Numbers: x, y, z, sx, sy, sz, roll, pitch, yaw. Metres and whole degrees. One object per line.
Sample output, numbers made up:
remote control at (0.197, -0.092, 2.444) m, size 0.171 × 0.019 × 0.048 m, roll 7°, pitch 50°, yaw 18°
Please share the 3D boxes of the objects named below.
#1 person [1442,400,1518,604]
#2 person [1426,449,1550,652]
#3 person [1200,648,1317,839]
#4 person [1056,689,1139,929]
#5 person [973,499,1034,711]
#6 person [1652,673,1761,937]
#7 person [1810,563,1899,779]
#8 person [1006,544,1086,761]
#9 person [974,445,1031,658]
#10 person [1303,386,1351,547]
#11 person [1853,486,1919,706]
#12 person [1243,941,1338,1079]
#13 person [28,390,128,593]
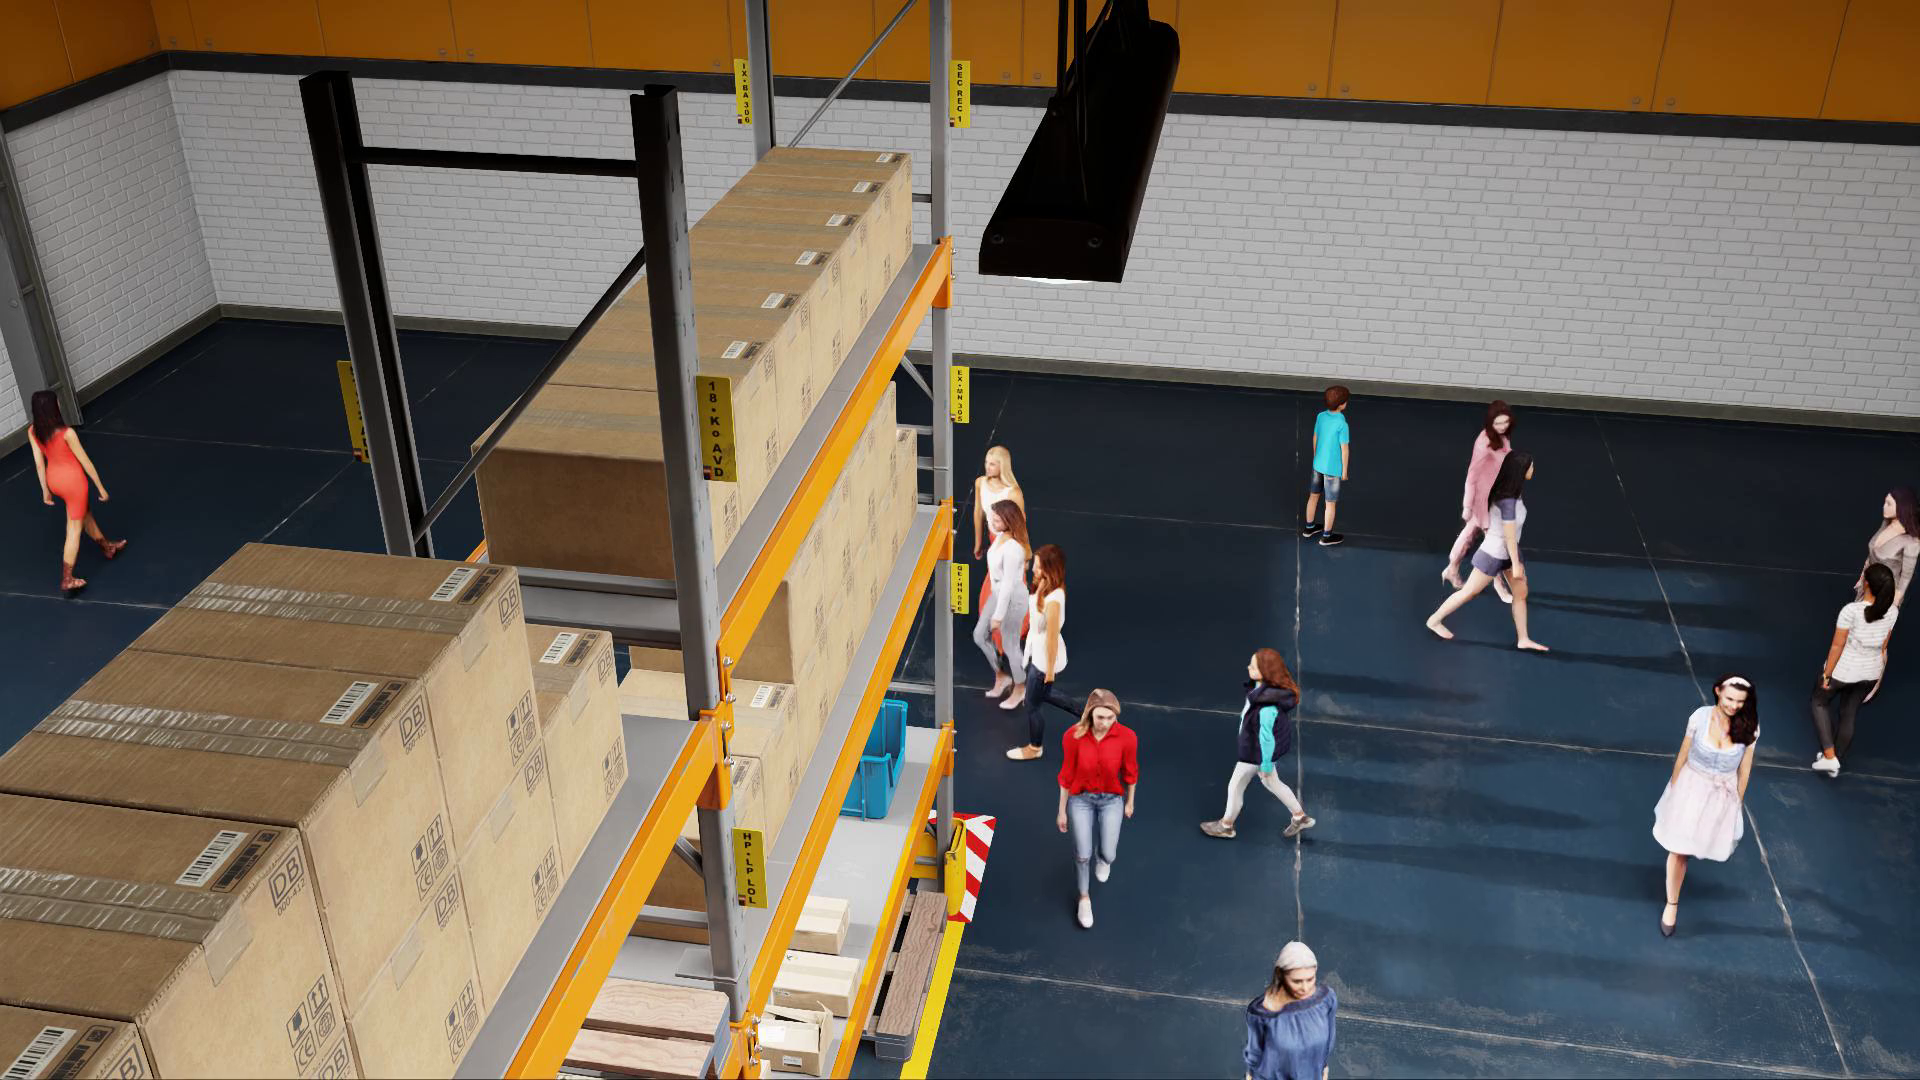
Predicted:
person at (4.151, -0.342, 13.450) m, size 0.888 × 1.772 × 0.922 m, roll 15°, pitch 32°, yaw 26°
person at (4.037, 0.104, 12.757) m, size 0.881 × 1.652 × 1.163 m, roll 13°, pitch 31°, yaw 22°
person at (1.999, 1.330, 10.692) m, size 0.616 × 1.477 × 0.896 m, roll 6°, pitch 29°, yaw 10°
person at (0.823, 1.542, 10.082) m, size 0.680 × 1.690 × 0.781 m, roll 2°, pitch 29°, yaw 4°
person at (0.436, 0.482, 11.963) m, size 0.753 × 1.750 × 0.685 m, roll -7°, pitch 29°, yaw -12°
person at (4.465, 1.522, 9.999) m, size 0.802 × 1.804 × 1.038 m, roll 11°, pitch 31°, yaw 20°
person at (6.076, 0.940, 11.245) m, size 0.612 × 1.632 × 0.683 m, roll 1°, pitch 29°, yaw 1°
person at (0.683, 0.792, 11.382) m, size 0.771 × 1.760 × 0.902 m, roll 1°, pitch 29°, yaw 1°
person at (0.386, 0.065, 12.707) m, size 1.020 × 1.769 × 0.941 m, roll -21°, pitch 35°, yaw -33°
person at (3.183, -0.666, 14.380) m, size 0.645 × 1.449 × 0.585 m, roll -19°, pitch 34°, yaw -30°
person at (6.720, 0.401, 12.122) m, size 0.711 × 1.739 × 0.542 m, roll -3°, pitch 29°, yaw -6°
person at (1.551, 2.599, 8.162) m, size 0.937 × 1.672 × 1.163 m, roll -8°, pitch 30°, yaw -15°
person at (-7.328, -0.373, 13.606) m, size 0.610 × 1.676 × 1.106 m, roll 5°, pitch 29°, yaw 9°
